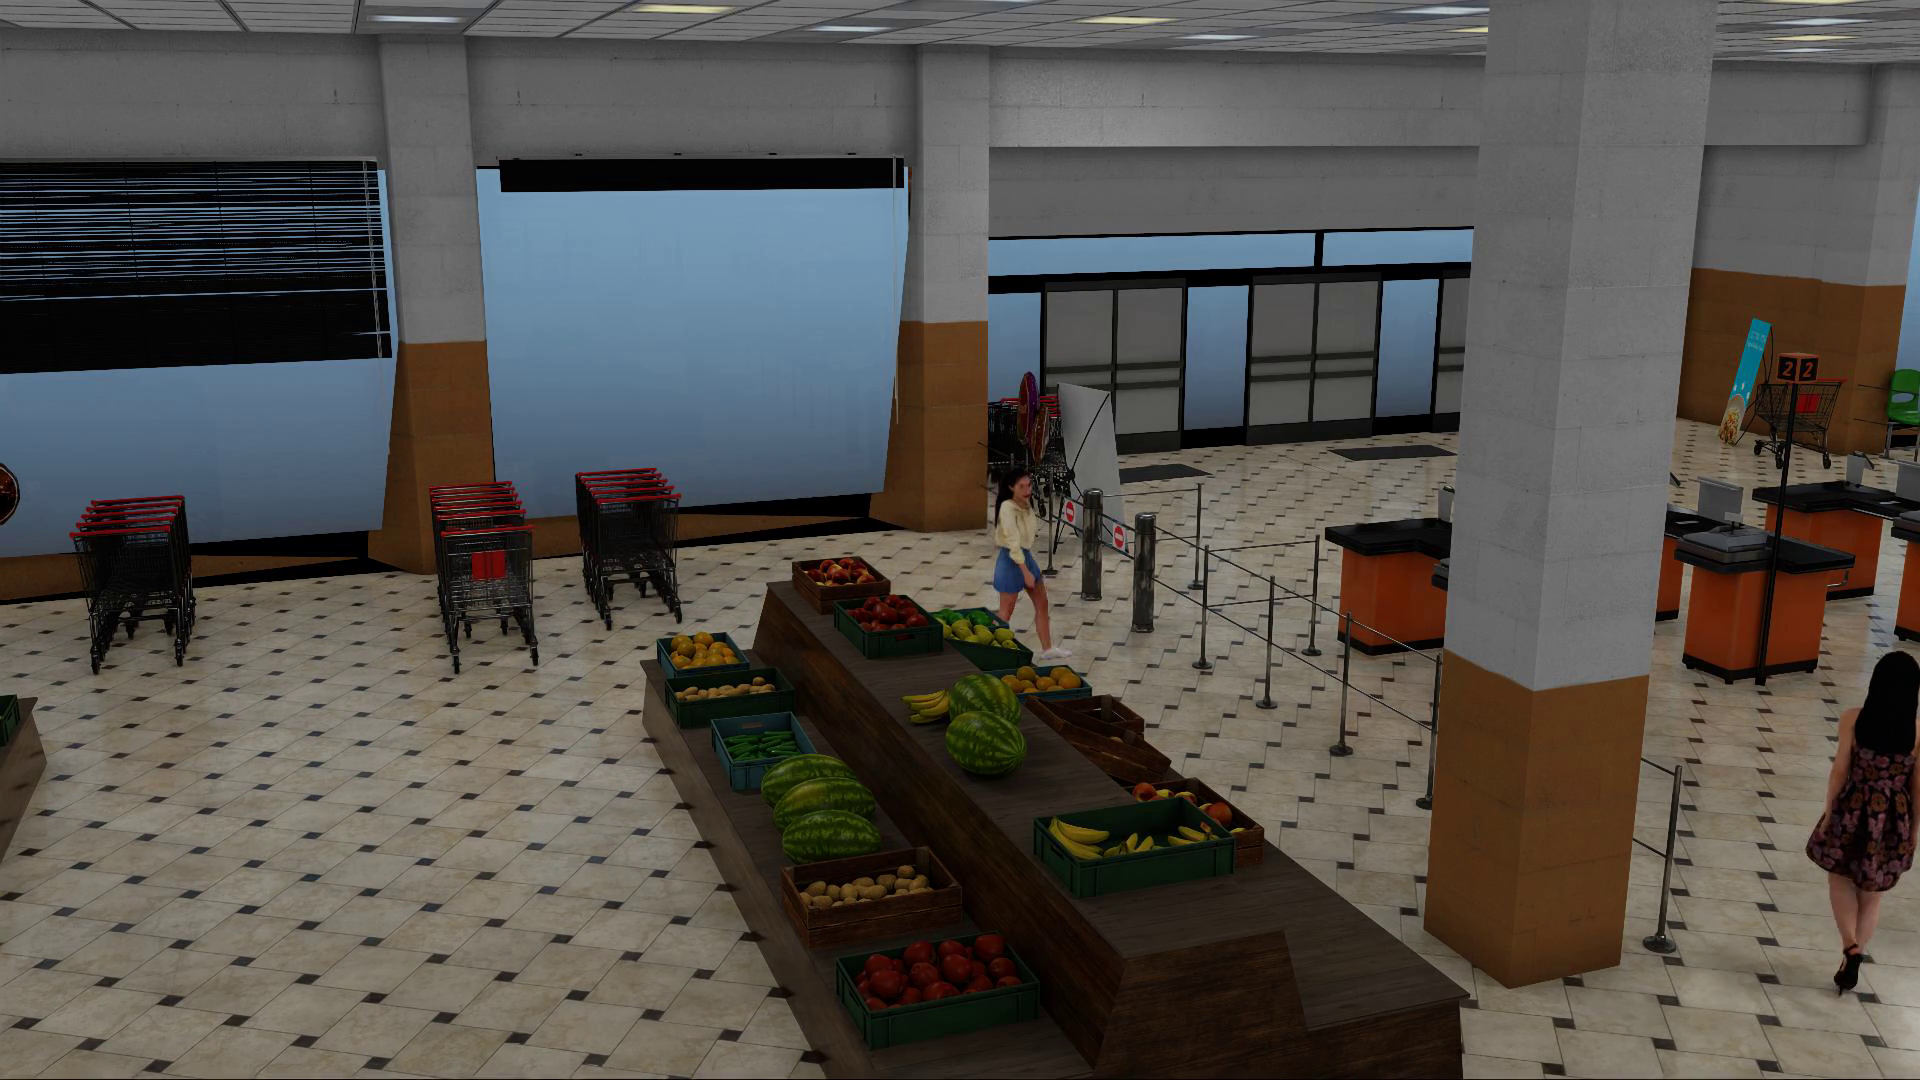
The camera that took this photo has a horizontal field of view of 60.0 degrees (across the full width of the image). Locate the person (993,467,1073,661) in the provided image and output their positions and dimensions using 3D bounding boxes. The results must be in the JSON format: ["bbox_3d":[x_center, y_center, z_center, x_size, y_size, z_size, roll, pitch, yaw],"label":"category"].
[{"bbox_3d":[0.356,0.225,13.068,0.986,1.602,0.926,6,15,23],"label":"person"}]

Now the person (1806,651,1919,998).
[{"bbox_3d":[4.316,1.404,7.874,0.872,1.760,0.932,6,15,23],"label":"person"}]
